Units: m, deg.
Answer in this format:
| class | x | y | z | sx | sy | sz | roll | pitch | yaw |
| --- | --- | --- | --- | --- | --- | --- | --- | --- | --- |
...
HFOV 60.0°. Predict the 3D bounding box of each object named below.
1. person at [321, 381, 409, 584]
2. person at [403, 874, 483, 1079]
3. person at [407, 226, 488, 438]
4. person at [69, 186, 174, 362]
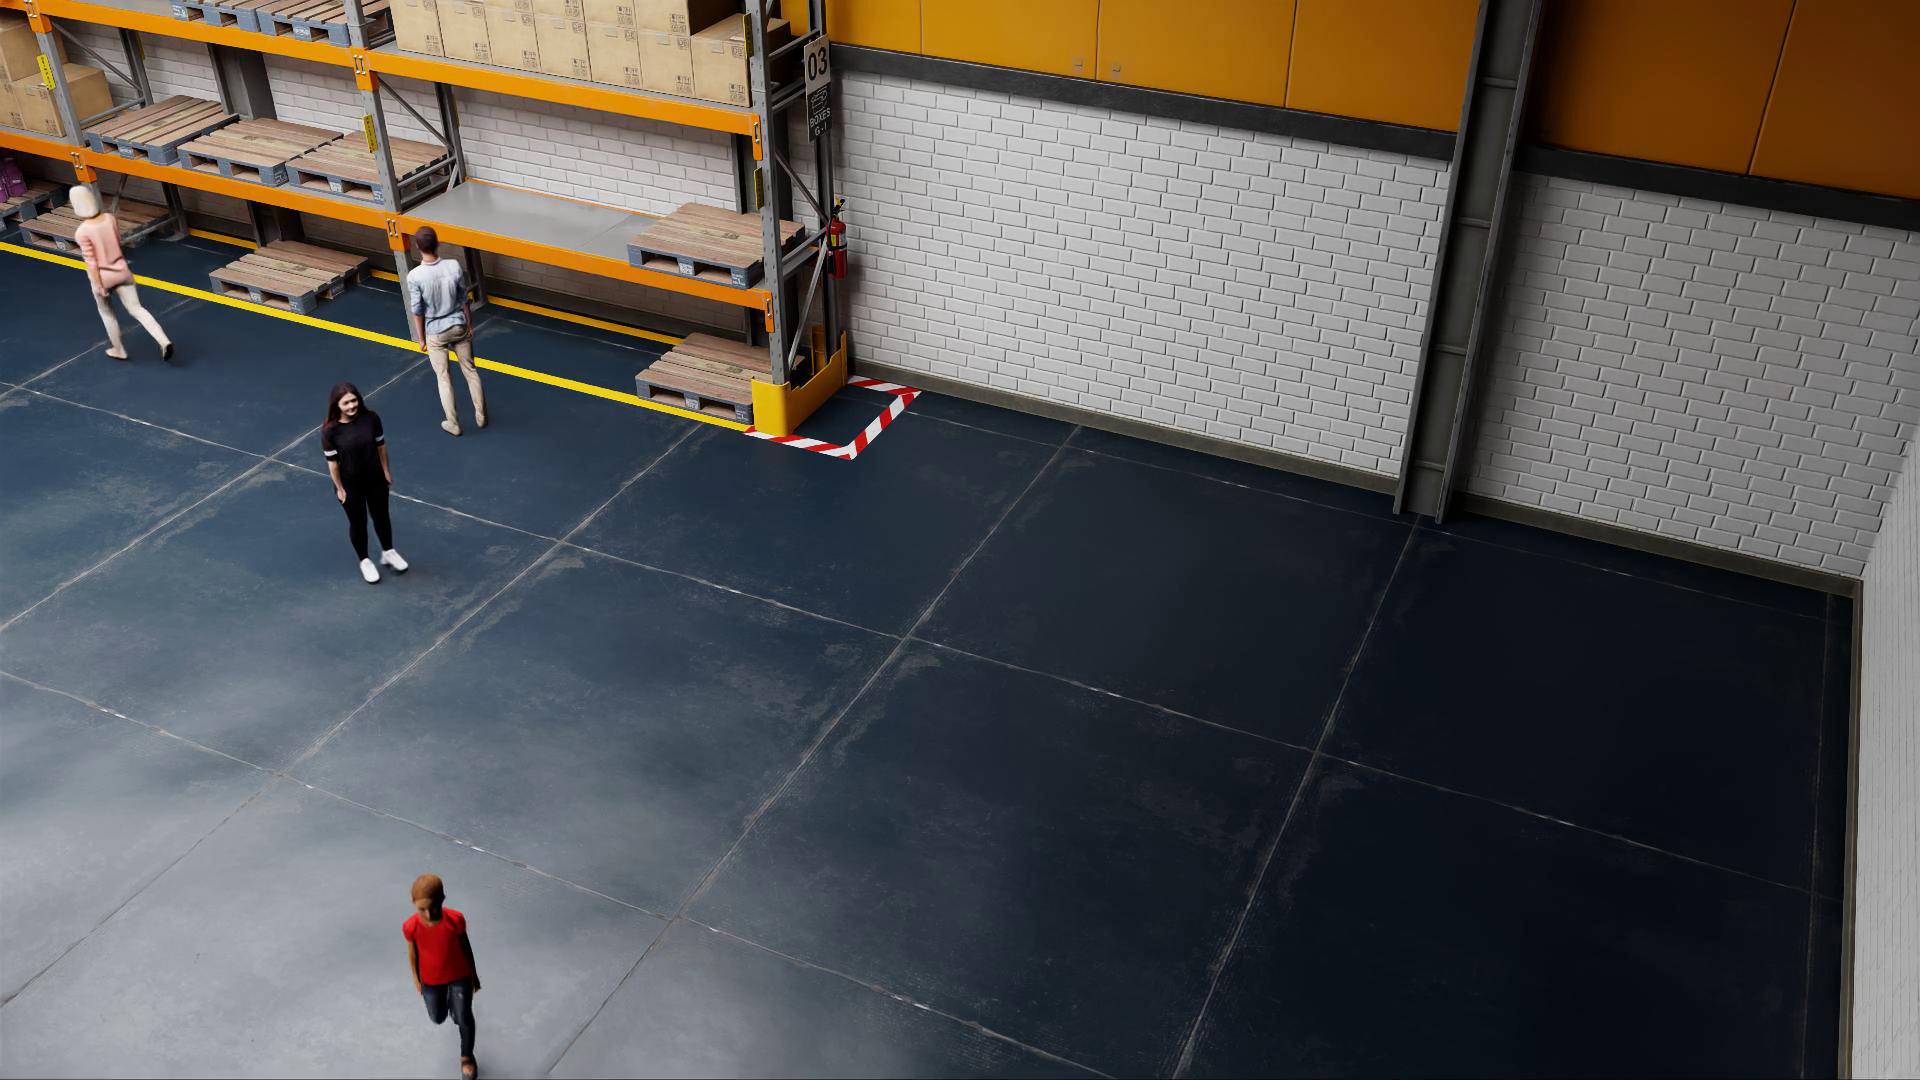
| class | x | y | z | sx | sy | sz | roll | pitch | yaw |
| --- | --- | --- | --- | --- | --- | --- | --- | --- | --- |
| person | -4.392 | -0.449 | 12.201 | 0.694 | 1.636 | 0.712 | -26 | 41 | -33 |
| person | -2.635 | 2.185 | 8.543 | 0.742 | 1.299 | 0.763 | -6 | 34 | -10 |
| person | -4.321 | -1.757 | 13.979 | 0.729 | 1.847 | 0.735 | -20 | 38 | -27 |
| person | -7.606 | -2.367 | 15.028 | 1.020 | 1.701 | 0.604 | 15 | 37 | 22 |
